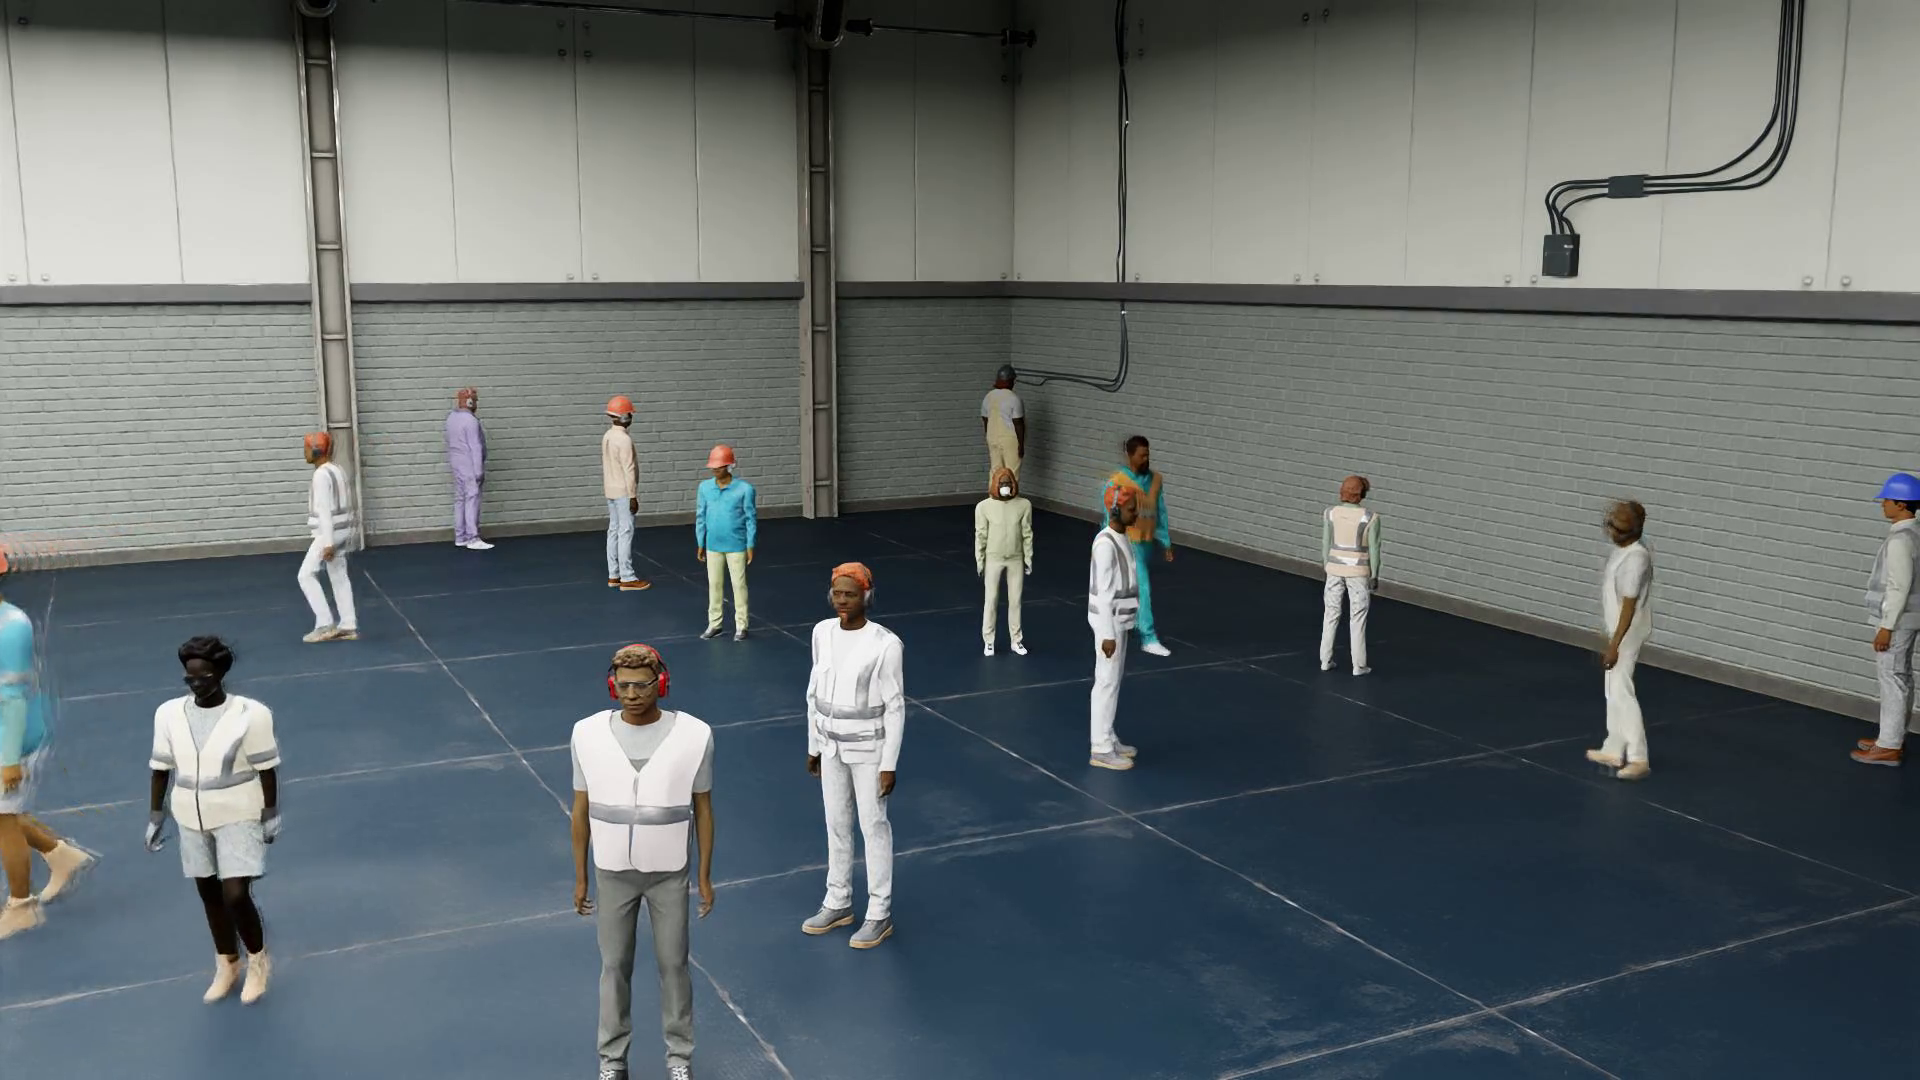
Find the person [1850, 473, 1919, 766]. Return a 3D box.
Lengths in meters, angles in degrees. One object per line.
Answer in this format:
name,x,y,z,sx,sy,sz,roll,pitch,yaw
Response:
person,6.228,0.525,11.076,0.388,1.947,0.613,7,12,37

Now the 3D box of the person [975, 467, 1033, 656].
person,0.375,0.186,14.168,0.499,1.627,0.279,-2,9,-12

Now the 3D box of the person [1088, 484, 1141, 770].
person,1.023,0.564,11.036,0.337,1.882,0.584,2,10,14

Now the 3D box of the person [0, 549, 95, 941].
person,-4.670,0.965,8.180,0.605,2.017,0.541,9,13,43

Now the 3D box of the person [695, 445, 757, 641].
person,-2.084,0.029,14.738,0.571,1.747,0.342,3,10,16

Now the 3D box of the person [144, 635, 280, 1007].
person,-3.326,1.255,7.389,0.541,1.685,0.427,1,9,5

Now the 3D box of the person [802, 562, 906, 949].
person,-0.529,1.037,8.121,0.580,1.884,0.352,7,12,37

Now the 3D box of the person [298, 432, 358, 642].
person,-5.630,-0.017,14.653,0.582,1.865,0.624,-1,9,-9

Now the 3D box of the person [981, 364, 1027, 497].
person,0.645,-1.320,22.162,0.537,2.000,0.683,-9,13,-44

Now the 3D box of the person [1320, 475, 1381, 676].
person,3.168,0.286,13.540,0.511,1.630,0.315,7,12,38

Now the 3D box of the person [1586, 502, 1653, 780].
person,4.333,0.644,10.782,0.365,1.810,0.646,3,10,19

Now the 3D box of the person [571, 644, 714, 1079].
person,-1.246,1.306,6.578,0.564,1.846,0.390,-1,9,-5

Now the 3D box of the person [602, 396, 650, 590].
person,-3.471,-0.481,17.128,0.375,1.997,0.612,-6,11,-34

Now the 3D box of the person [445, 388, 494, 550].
person,-5.779,-0.840,19.626,0.401,1.904,0.652,-8,12,-42

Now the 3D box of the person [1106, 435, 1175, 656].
person,1.499,0.011,14.463,0.587,1.882,0.967,-8,12,-41
